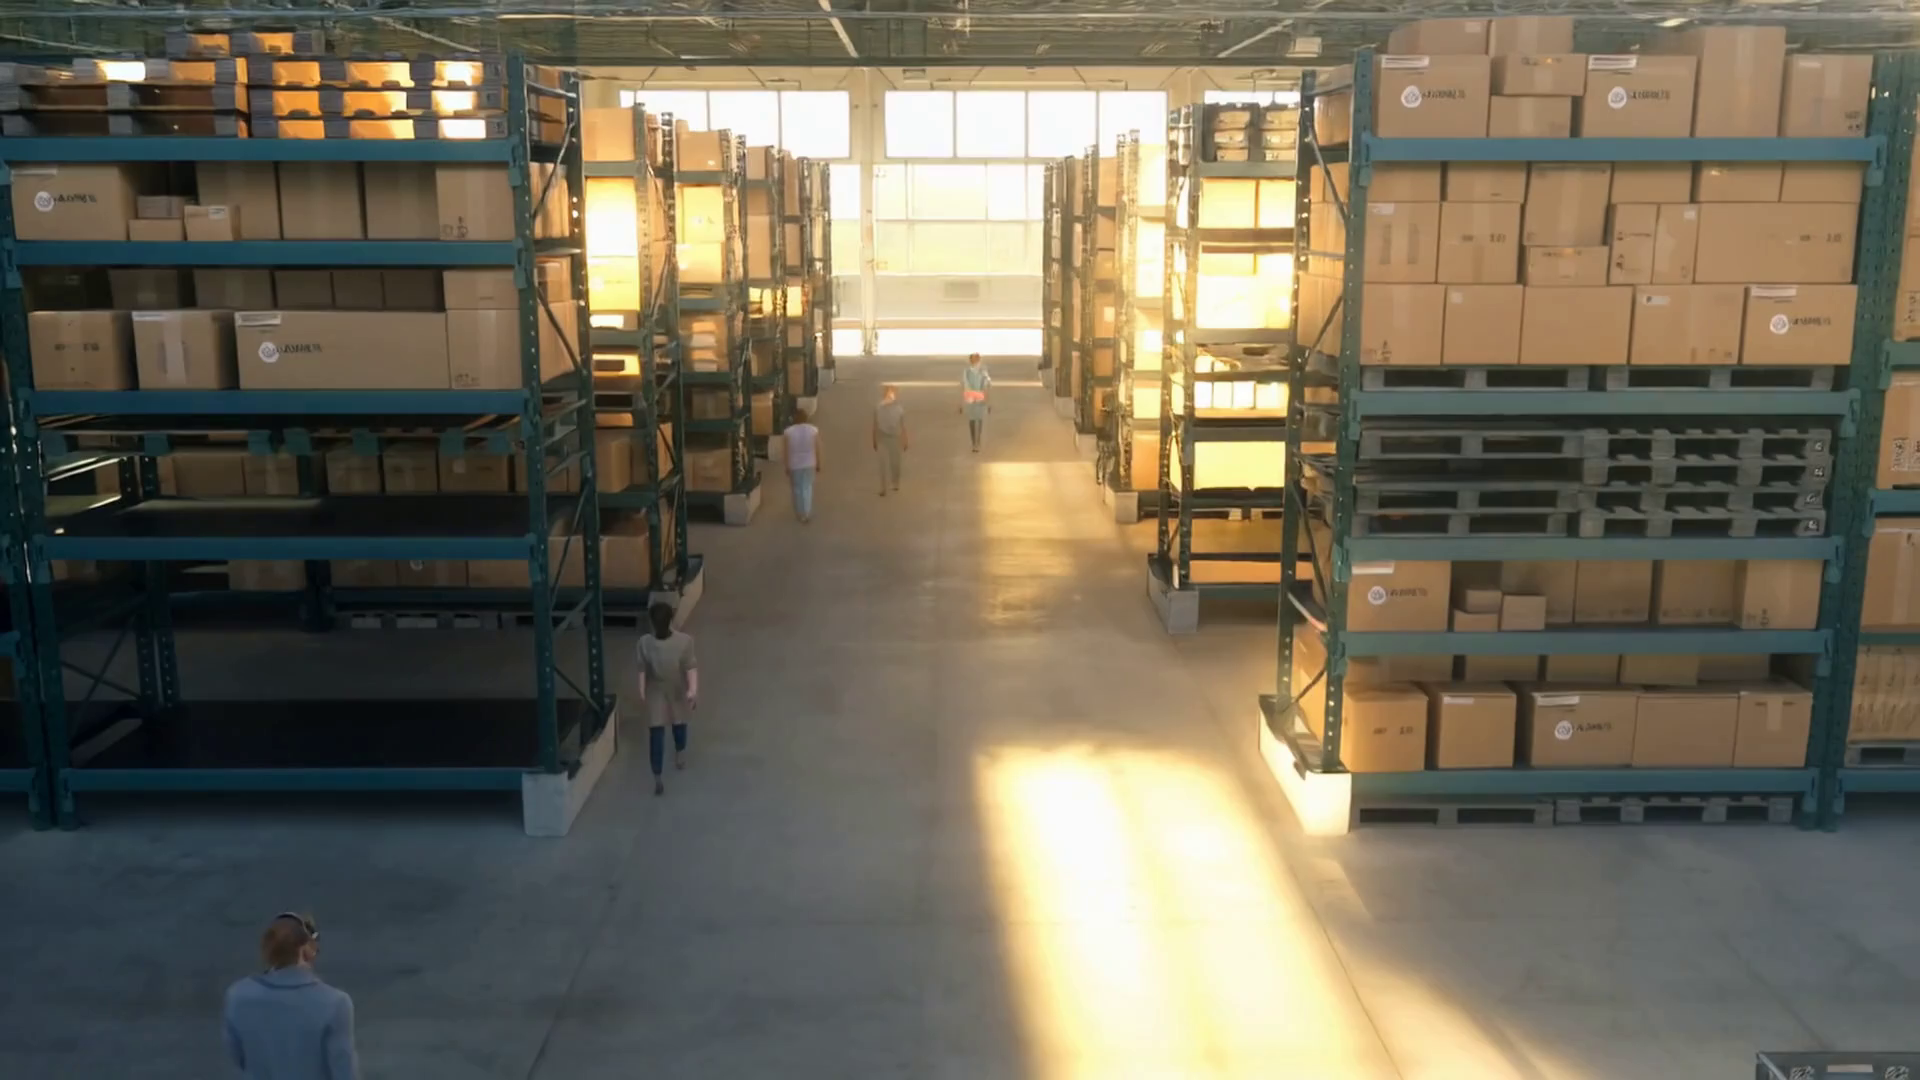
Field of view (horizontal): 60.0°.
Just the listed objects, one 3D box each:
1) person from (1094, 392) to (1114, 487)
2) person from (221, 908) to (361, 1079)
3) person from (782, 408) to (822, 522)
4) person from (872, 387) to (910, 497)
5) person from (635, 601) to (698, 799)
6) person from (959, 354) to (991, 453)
[{"bbox_3d":[2.567,-1.788,29.529,0.319,1.694,0.535,-5,13,-25],"label":"person"},{"bbox_3d":[-2.988,2.583,7.413,0.650,1.879,0.807,3,12,13],"label":"person"},{"bbox_3d":[-2.495,-1.196,26.354,0.633,1.799,0.979,-2,12,-11],"label":"person"},{"bbox_3d":[-1.203,-1.716,28.720,0.667,1.874,0.823,1,11,6],"label":"person"},{"bbox_3d":[-2.508,1.303,14.303,0.537,1.658,0.862,-1,11,-6],"label":"person"},{"bbox_3d":[0.297,-2.767,33.638,0.636,1.981,1.065,2,12,9],"label":"person"}]
